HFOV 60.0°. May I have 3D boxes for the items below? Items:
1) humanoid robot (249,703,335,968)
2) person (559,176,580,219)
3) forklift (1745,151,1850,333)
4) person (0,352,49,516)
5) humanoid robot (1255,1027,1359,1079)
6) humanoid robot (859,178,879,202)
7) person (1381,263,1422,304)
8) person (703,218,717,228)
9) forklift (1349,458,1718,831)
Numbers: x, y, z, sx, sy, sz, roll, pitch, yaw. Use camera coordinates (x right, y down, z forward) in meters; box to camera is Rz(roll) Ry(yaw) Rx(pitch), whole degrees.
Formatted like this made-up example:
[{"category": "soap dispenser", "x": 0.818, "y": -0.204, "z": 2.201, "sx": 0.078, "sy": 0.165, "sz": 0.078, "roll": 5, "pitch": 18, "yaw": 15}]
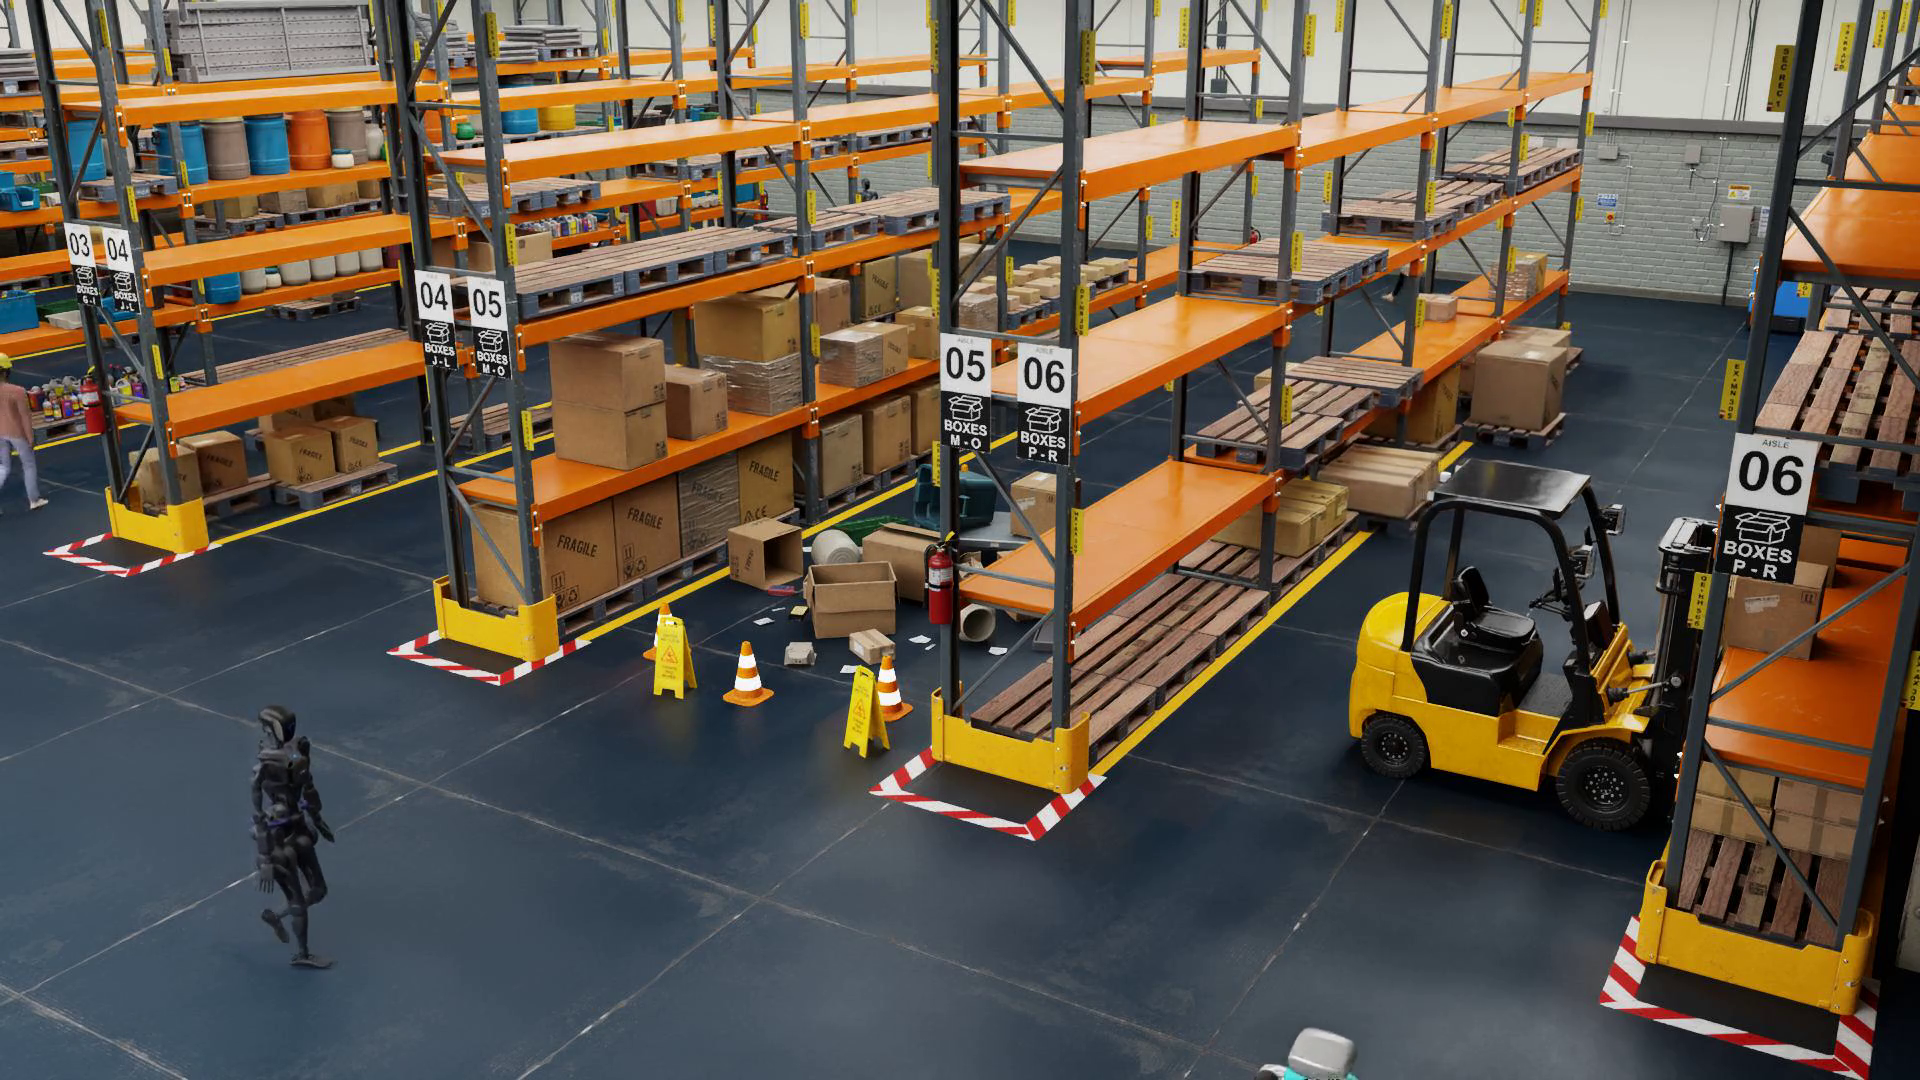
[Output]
[{"category": "humanoid robot", "x": -3.927, "y": 1.695, "z": 9.566, "sx": 0.505, "sy": 1.638, "sz": 0.616, "roll": 4, "pitch": 19, "yaw": 10}, {"category": "person", "x": -8.550, "y": -7.516, "z": 36.008, "sx": 0.512, "sy": 1.781, "sz": 0.537, "roll": 7, "pitch": 20, "yaw": 19}, {"category": "forklift", "x": 13.620, "y": -4.667, "z": 26.137, "sx": 1.873, "sy": 2.768, "sz": 1.129, "roll": 11, "pitch": 22, "yaw": 29}, {"category": "person", "x": -10.050, "y": -1.105, "z": 17.551, "sx": 0.534, "sy": 1.746, "sz": 0.698, "roll": 1, "pitch": 19, "yaw": 3}, {"category": "humanoid robot", "x": 1.280, "y": 2.841, "z": 6.286, "sx": 0.554, "sy": 1.876, "sz": 0.806, "roll": 8, "pitch": 21, "yaw": 23}, {"category": "humanoid robot", "x": -1.786, "y": -6.216, "z": 32.439, "sx": 0.589, "sy": 1.649, "sz": 0.496, "roll": -10, "pitch": 22, "yaw": -27}, {"category": "person", "x": 7.636, "y": -4.784, "z": 28.333, "sx": 0.919, "sy": 1.641, "sz": 0.533, "roll": 17, "pitch": 25, "yaw": 40}, {"category": "person", "x": -5.248, "y": -7.055, "z": 34.844, "sx": 0.488, "sy": 1.688, "sz": 0.350, "roll": -6, "pitch": 20, "yaw": -17}, {"category": "forklift", "x": 3.988, "y": 0.658, "z": 11.776, "sx": 2.313, "sy": 2.155, "sz": 1.214, "roll": 11, "pitch": 22, "yaw": 29}]
